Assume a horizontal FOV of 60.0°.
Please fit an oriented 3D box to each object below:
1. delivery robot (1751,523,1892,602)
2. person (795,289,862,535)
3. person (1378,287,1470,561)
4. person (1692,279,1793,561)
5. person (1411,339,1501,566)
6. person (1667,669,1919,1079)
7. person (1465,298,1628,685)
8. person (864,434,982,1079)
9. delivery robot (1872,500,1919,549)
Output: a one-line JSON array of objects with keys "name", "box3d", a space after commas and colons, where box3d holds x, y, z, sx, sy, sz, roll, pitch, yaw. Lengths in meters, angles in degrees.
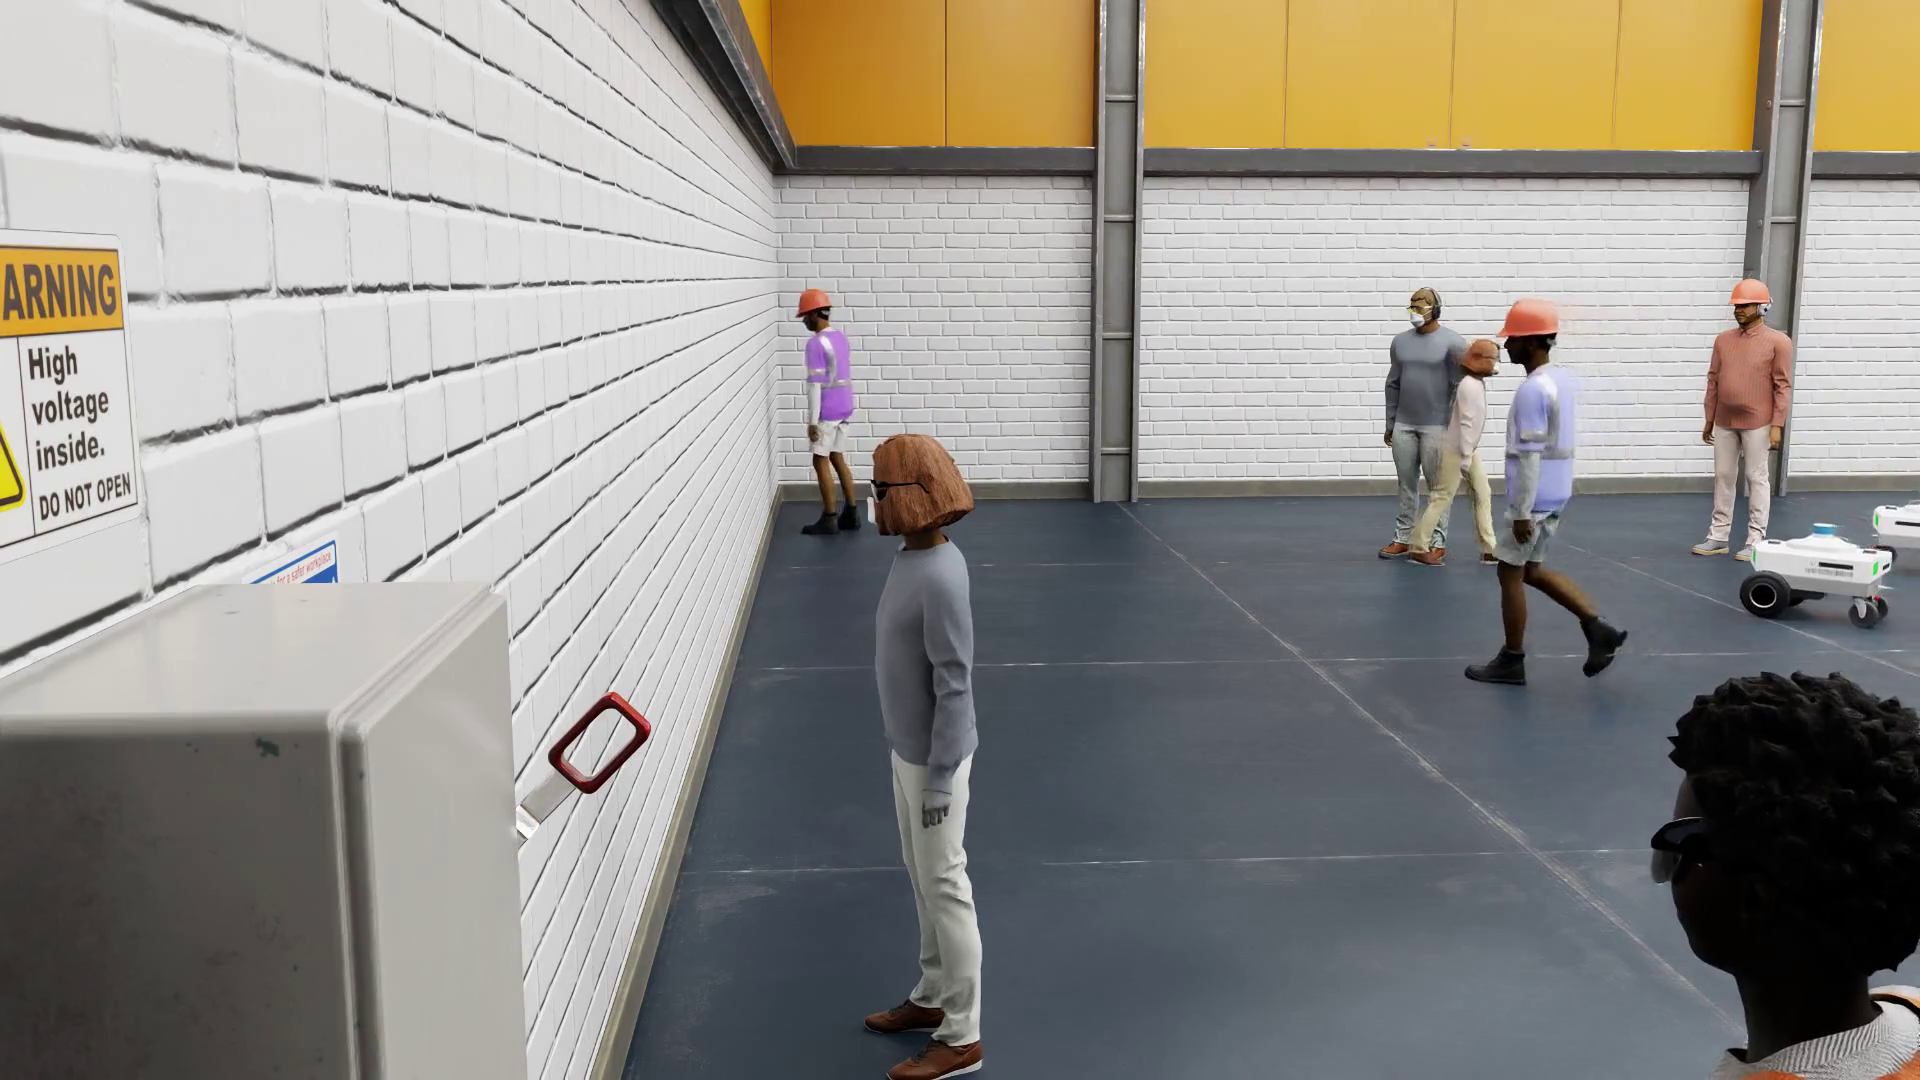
[{"name": "delivery robot", "box3d": [5.068, 0.146, 9.795, 0.707, 0.478, 0.477, 8, 12, 40]}, {"name": "person", "box3d": [-1.044, -0.990, 12.969, 0.486, 1.909, 0.576, 4, 10, 22]}, {"name": "person", "box3d": [3.265, -0.806, 11.737, 0.357, 1.938, 0.638, -8, 12, -40]}, {"name": "person", "box3d": [5.574, -0.851, 11.845, 0.381, 1.994, 0.622, -6, 11, -32]}, {"name": "person", "box3d": [3.527, -0.586, 11.488, 0.789, 1.581, 0.509, 5, 10, 27]}, {"name": "person", "box3d": [0.703, 0.952, 1.459, 0.540, 1.695, 0.317, -9, 12, -43]}, {"name": "person", "box3d": [2.872, -0.213, 8.087, 0.650, 1.916, 0.564, 6, 11, 35]}, {"name": "person", "box3d": [-0.096, 0.545, 4.207, 0.267, 1.632, 0.507, -2, 9, -12]}, {"name": "delivery robot", "box3d": [6.571, -0.087, 11.234, 0.707, 0.478, 0.477, 7, 11, 33]}]
